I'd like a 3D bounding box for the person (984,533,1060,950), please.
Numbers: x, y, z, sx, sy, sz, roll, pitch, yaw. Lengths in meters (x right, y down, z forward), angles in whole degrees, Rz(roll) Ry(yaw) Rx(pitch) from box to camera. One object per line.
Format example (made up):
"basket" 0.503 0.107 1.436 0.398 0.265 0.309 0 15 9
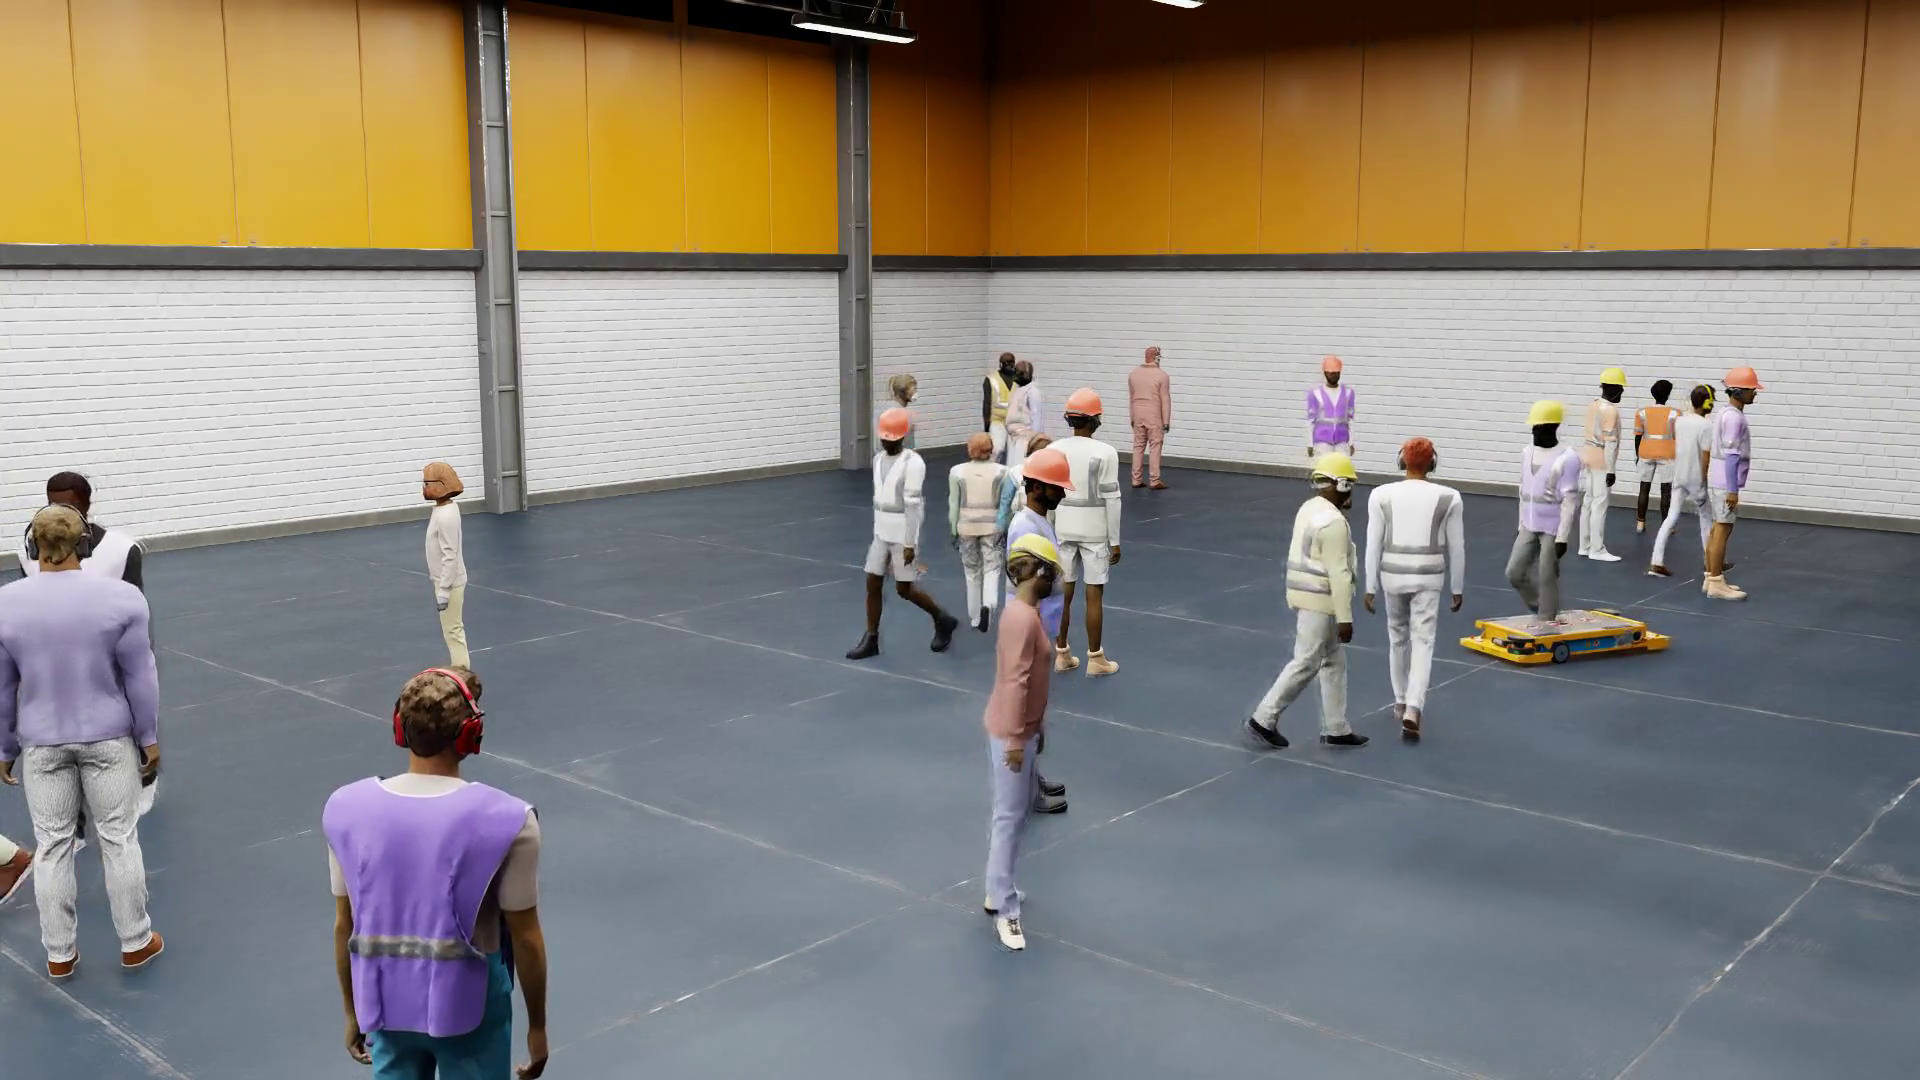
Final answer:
"person" 0.267 0.851 7.140 0.325 1.720 0.645 1 9 4

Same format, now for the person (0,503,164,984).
"person" -3.544 0.815 6.677 0.627 1.935 0.373 -3 10 -18

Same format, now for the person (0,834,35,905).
"person" -4.428 0.751 7.316 0.461 1.860 0.505 -3 9 -17

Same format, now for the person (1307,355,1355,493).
"person" 4.241 -1.151 19.026 0.560 1.927 0.445 0 9 -2

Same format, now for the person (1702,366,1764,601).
"person" 6.780 -0.503 14.608 0.395 2.044 0.609 3 10 19

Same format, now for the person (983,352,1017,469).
"person" 0.618 -1.592 22.141 0.627 1.830 0.463 -2 9 -13

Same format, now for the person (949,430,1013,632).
"person" 0.158 -0.054 13.145 0.512 1.620 0.633 1 9 4

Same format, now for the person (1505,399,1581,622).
"person" 4.366 -0.102 12.487 0.416 1.911 0.610 -4 10 -23

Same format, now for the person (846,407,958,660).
"person" -0.417 -0.054 12.291 0.756 1.896 0.563 -8 12 -42

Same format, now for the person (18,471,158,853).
"person" -4.355 0.576 8.354 0.603 1.883 0.931 -1 9 -5

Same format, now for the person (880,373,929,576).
"person" -0.508 -0.611 15.666 0.690 1.915 0.652 1 9 4

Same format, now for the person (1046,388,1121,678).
"person" 0.872 -0.049 11.745 0.607 2.048 0.370 6 11 33

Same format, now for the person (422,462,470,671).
"person" -3.347 0.305 10.819 0.285 1.633 0.497 -3 10 -18

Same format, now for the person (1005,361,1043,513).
"person" 0.809 -1.234 19.871 0.653 1.827 0.639 -3 9 -17

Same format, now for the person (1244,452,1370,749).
"person" 2.063 0.378 9.908 0.747 1.785 0.695 -1 9 -5

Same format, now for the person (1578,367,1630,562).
"person" 6.406 -0.756 16.567 0.384 1.924 0.589 0 9 1

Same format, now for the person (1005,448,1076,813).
"person" 0.423 0.472 8.847 0.373 1.928 0.543 1 9 4

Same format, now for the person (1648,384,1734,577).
"person" 6.879 -0.551 15.628 0.982 1.819 0.539 -4 10 -23

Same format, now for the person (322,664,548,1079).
"person" -1.351 1.241 4.317 0.567 1.839 0.382 1 9 6

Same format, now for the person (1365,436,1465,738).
"person" 2.818 0.279 10.345 0.590 1.854 0.924 3 10 21

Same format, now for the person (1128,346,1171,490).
"person" 2.522 -1.610 22.037 0.650 1.900 0.395 8 12 40

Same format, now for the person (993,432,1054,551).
"person" 0.565 -0.022 12.950 0.579 1.625 0.455 3 9 16

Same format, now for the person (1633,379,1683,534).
"person" 7.651 -0.908 18.235 0.531 1.697 0.320 7 11 36

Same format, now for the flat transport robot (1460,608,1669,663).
"flat transport robot" 4.555 0.712 12.524 1.431 0.197 0.652 -4 10 -23
